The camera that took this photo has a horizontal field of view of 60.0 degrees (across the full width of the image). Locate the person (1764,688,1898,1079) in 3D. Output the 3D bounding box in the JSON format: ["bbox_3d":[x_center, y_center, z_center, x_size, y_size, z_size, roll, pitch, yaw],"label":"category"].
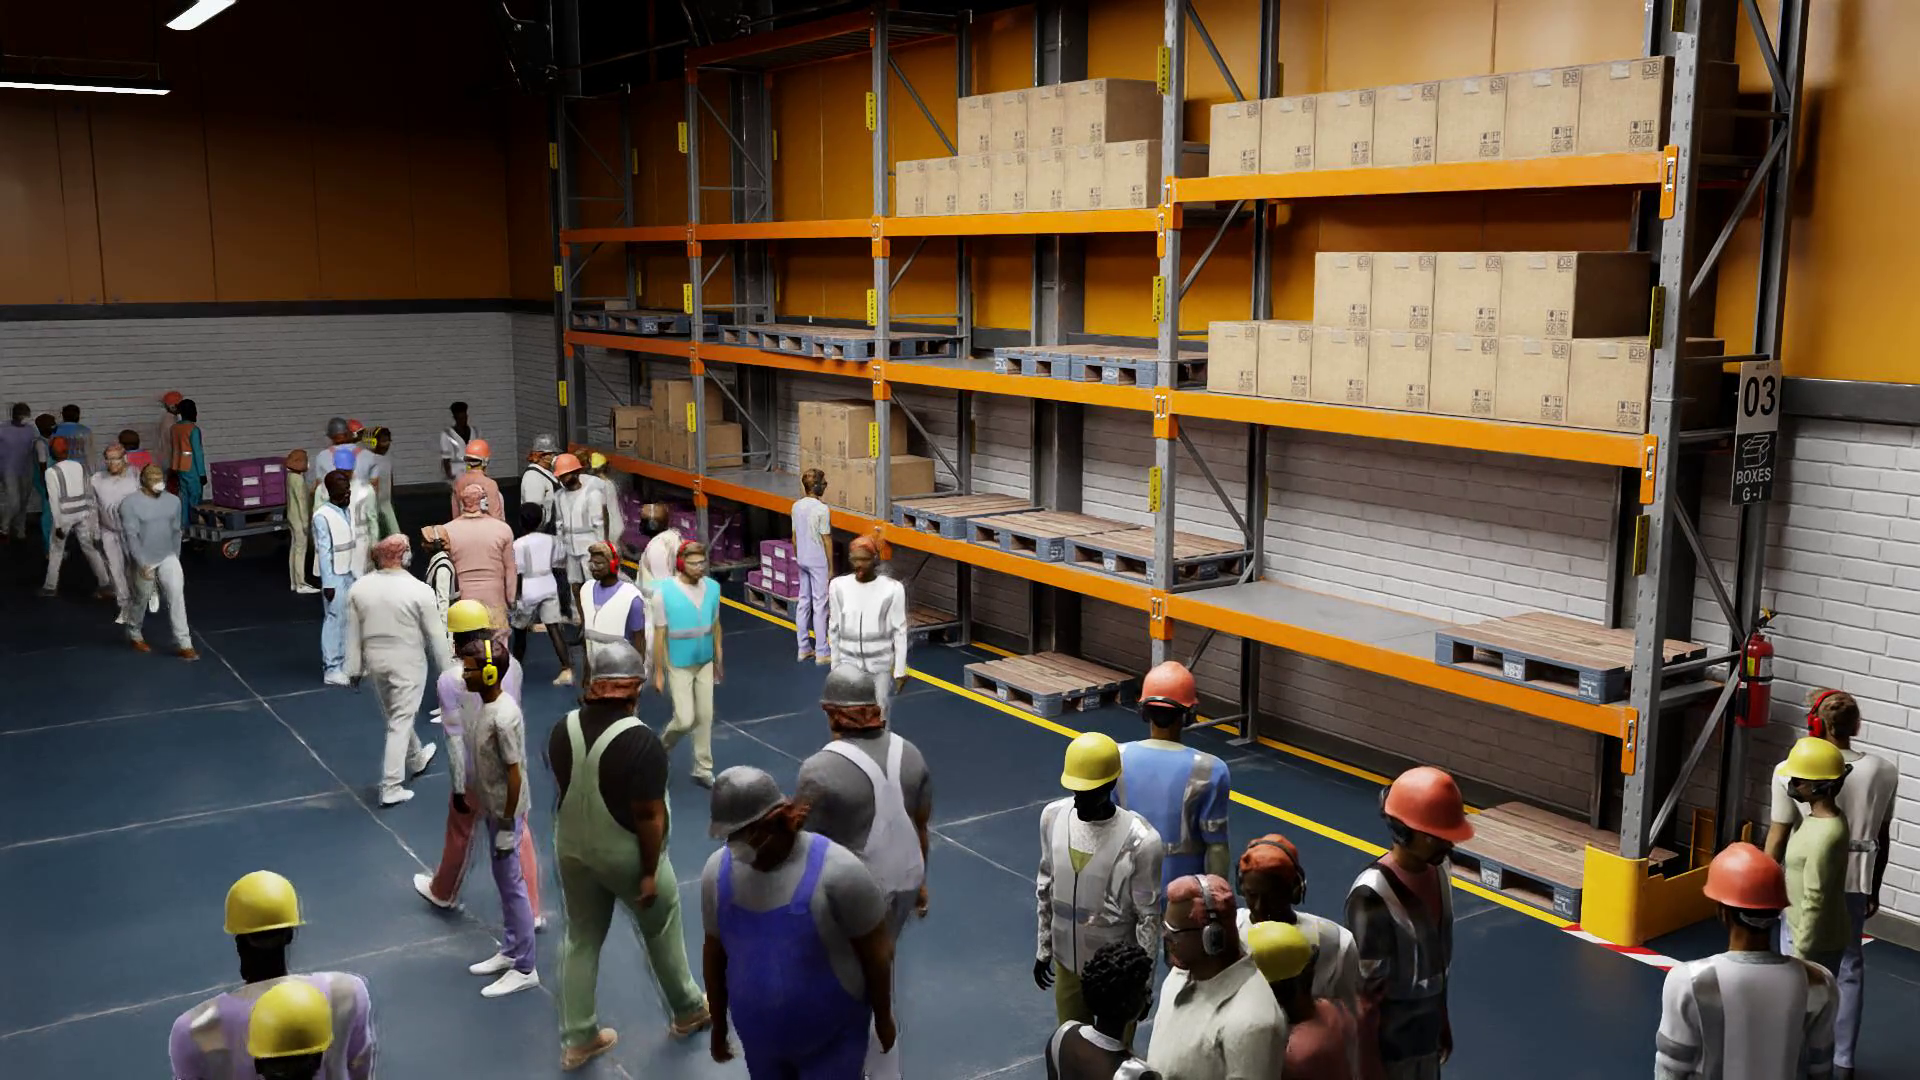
[{"bbox_3d":[3.974,1.598,7.635,0.561,1.837,0.388,0,10,-1],"label":"person"}]

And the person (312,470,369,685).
[{"bbox_3d":[-5.571,0.325,14.871,0.375,1.917,0.592,0,10,2],"label":"person"}]

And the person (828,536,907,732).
[{"bbox_3d":[-0.675,0.911,11.610,0.602,1.850,0.883,2,10,12],"label":"person"}]

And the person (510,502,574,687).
[{"bbox_3d":[-3.753,0.479,14.751,0.887,1.649,0.543,7,12,37],"label":"person"}]

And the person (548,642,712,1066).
[{"bbox_3d":[-1.587,1.436,7.991,0.686,2.000,0.893,5,11,26],"label":"person"}]

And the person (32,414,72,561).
[{"bbox_3d":[-11.424,-0.662,20.878,0.344,1.847,0.507,-4,10,-22],"label":"person"}]

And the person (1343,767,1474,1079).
[{"bbox_3d":[1.612,1.786,5.984,0.410,2.028,0.617,8,13,41],"label":"person"}]

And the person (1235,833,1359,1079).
[{"bbox_3d":[1.060,1.906,5.709,0.590,1.878,0.361,3,10,18],"label":"person"}]

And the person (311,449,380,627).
[{"bbox_3d":[-6.134,0.042,16.612,0.597,1.896,0.976,-1,10,-5],"label":"person"}]

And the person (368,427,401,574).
[{"bbox_3d":[-6.717,-0.395,19.361,0.793,1.831,0.512,7,12,36],"label":"person"}]

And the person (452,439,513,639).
[{"bbox_3d":[-4.780,-0.011,16.613,0.623,1.994,0.382,6,11,31],"label":"person"}]

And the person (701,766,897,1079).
[{"bbox_3d":[-0.644,1.746,6.167,0.722,2.000,0.636,4,11,24],"label":"person"}]

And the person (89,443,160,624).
[{"bbox_3d":[-8.710,-0.077,17.334,0.642,1.890,0.464,-1,10,-5],"label":"person"}]

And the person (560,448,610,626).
[{"bbox_3d":[-3.876,-0.030,17.167,0.517,1.843,0.325,-3,10,-17],"label":"person"}]

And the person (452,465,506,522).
[{"bbox_3d":[-4.871,0.057,16.880,0.525,1.772,0.309,-4,10,-21],"label":"person"}]

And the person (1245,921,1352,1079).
[{"bbox_3d":[1.133,2.060,5.412,1.033,1.664,0.537,5,11,26],"label":"person"}]

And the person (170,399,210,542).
[{"bbox_3d":[-10.261,-0.916,22.150,0.587,1.920,0.391,6,11,32],"label":"person"}]

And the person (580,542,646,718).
[{"bbox_3d":[-2.415,0.913,11.627,0.565,1.847,0.396,7,12,34],"label":"person"}]

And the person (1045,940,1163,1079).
[{"bbox_3d":[0.461,2.082,5.229,0.319,1.694,0.533,-6,11,-30],"label":"person"}]

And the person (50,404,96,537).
[{"bbox_3d":[-12.057,-0.940,22.619,0.638,1.817,0.819,1,10,5],"label":"person"}]

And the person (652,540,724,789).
[{"bbox_3d":[-1.950,0.891,11.827,0.521,1.824,0.611,9,13,41],"label":"person"}]

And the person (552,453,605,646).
[{"bbox_3d":[-3.699,0.106,16.156,0.566,1.915,0.439,5,11,28],"label":"person"}]

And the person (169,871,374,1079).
[{"bbox_3d":[-2.147,1.968,5.248,0.595,1.909,0.438,-5,11,-29],"label":"person"}]

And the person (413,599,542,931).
[{"bbox_3d":[-2.753,1.264,9.482,0.991,1.871,0.609,7,12,37],"label":"person"}]

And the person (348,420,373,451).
[{"bbox_3d":[-7.663,-0.662,21.187,0.355,1.741,0.575,0,10,1],"label":"person"}]

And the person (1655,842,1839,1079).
[{"bbox_3d":[2.515,1.930,5.415,0.544,1.930,0.388,1,10,4],"label":"person"}]

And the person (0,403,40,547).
[{"bbox_3d":[-12.318,-0.842,21.755,0.459,1.912,0.654,4,11,24],"label":"person"}]

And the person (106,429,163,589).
[{"bbox_3d":[-9.481,-0.359,19.124,0.429,1.840,0.633,8,12,38],"label":"person"}]

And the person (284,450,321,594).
[{"bbox_3d":[-7.483,-0.213,18.862,0.274,1.632,0.503,-6,12,-33],"label":"person"}]

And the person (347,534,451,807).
[{"bbox_3d":[-3.919,0.879,11.796,0.683,1.854,0.992,2,10,13],"label":"person"}]

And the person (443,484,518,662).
[{"bbox_3d":[-4.048,0.482,13.993,0.643,1.905,0.399,-2,10,-13],"label":"person"}]

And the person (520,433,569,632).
[{"bbox_3d":[-4.194,-0.090,16.949,0.535,2.000,0.681,-1,10,-6],"label":"person"}]

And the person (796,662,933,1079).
[{"bbox_3d":[-0.411,1.527,7.452,0.767,2.000,0.704,9,13,43],"label":"person"}]

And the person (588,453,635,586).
[{"bbox_3d":[-3.709,-0.078,17.808,0.617,1.726,0.535,0,10,0],"label":"person"}]

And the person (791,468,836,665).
[{"bbox_3d":[-1.353,0.245,15.552,0.508,1.846,0.345,9,13,41],"label":"person"}]

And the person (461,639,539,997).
[{"bbox_3d":[-2.385,1.419,8.589,0.330,1.872,0.512,-4,10,-23],"label":"person"}]

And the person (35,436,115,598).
[{"bbox_3d":[-9.887,-0.245,18.502,0.999,1.837,0.583,3,10,19],"label":"person"}]

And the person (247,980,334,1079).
[{"bbox_3d":[-1.748,2.122,4.524,0.589,1.889,0.981,-4,11,-24],"label":"person"}]

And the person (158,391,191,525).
[{"bbox_3d":[-10.668,-1.056,22.797,0.606,1.975,0.648,-7,12,-35],"label":"person"}]

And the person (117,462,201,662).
[{"bbox_3d":[-7.638,0.191,15.740,0.989,1.898,0.618,8,12,38],"label":"person"}]

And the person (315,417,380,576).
[{"bbox_3d":[-6.866,-0.392,18.719,0.697,2.000,0.540,-3,10,-19],"label":"person"}]

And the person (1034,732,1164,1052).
[{"bbox_3d":[0.545,1.704,6.782,0.585,1.918,0.393,8,13,39],"label":"person"}]

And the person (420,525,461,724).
[{"bbox_3d":[-4.234,0.680,13.633,0.313,1.634,0.514,-4,10,-20],"label":"person"}]

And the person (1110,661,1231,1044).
[{"bbox_3d":[0.904,1.543,7.396,0.610,2.035,0.409,4,10,22],"label":"person"}]

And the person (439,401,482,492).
[{"bbox_3d":[-6.429,-0.839,21.628,0.422,1.944,0.608,9,13,44],"label":"person"}]

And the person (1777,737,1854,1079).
[{"bbox_3d":[3.662,1.713,7.191,0.340,1.760,0.525,5,11,28],"label":"person"}]

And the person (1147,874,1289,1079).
[{"bbox_3d":[0.771,1.973,5.276,0.402,1.896,0.652,-2,10,-13],"label":"person"}]
